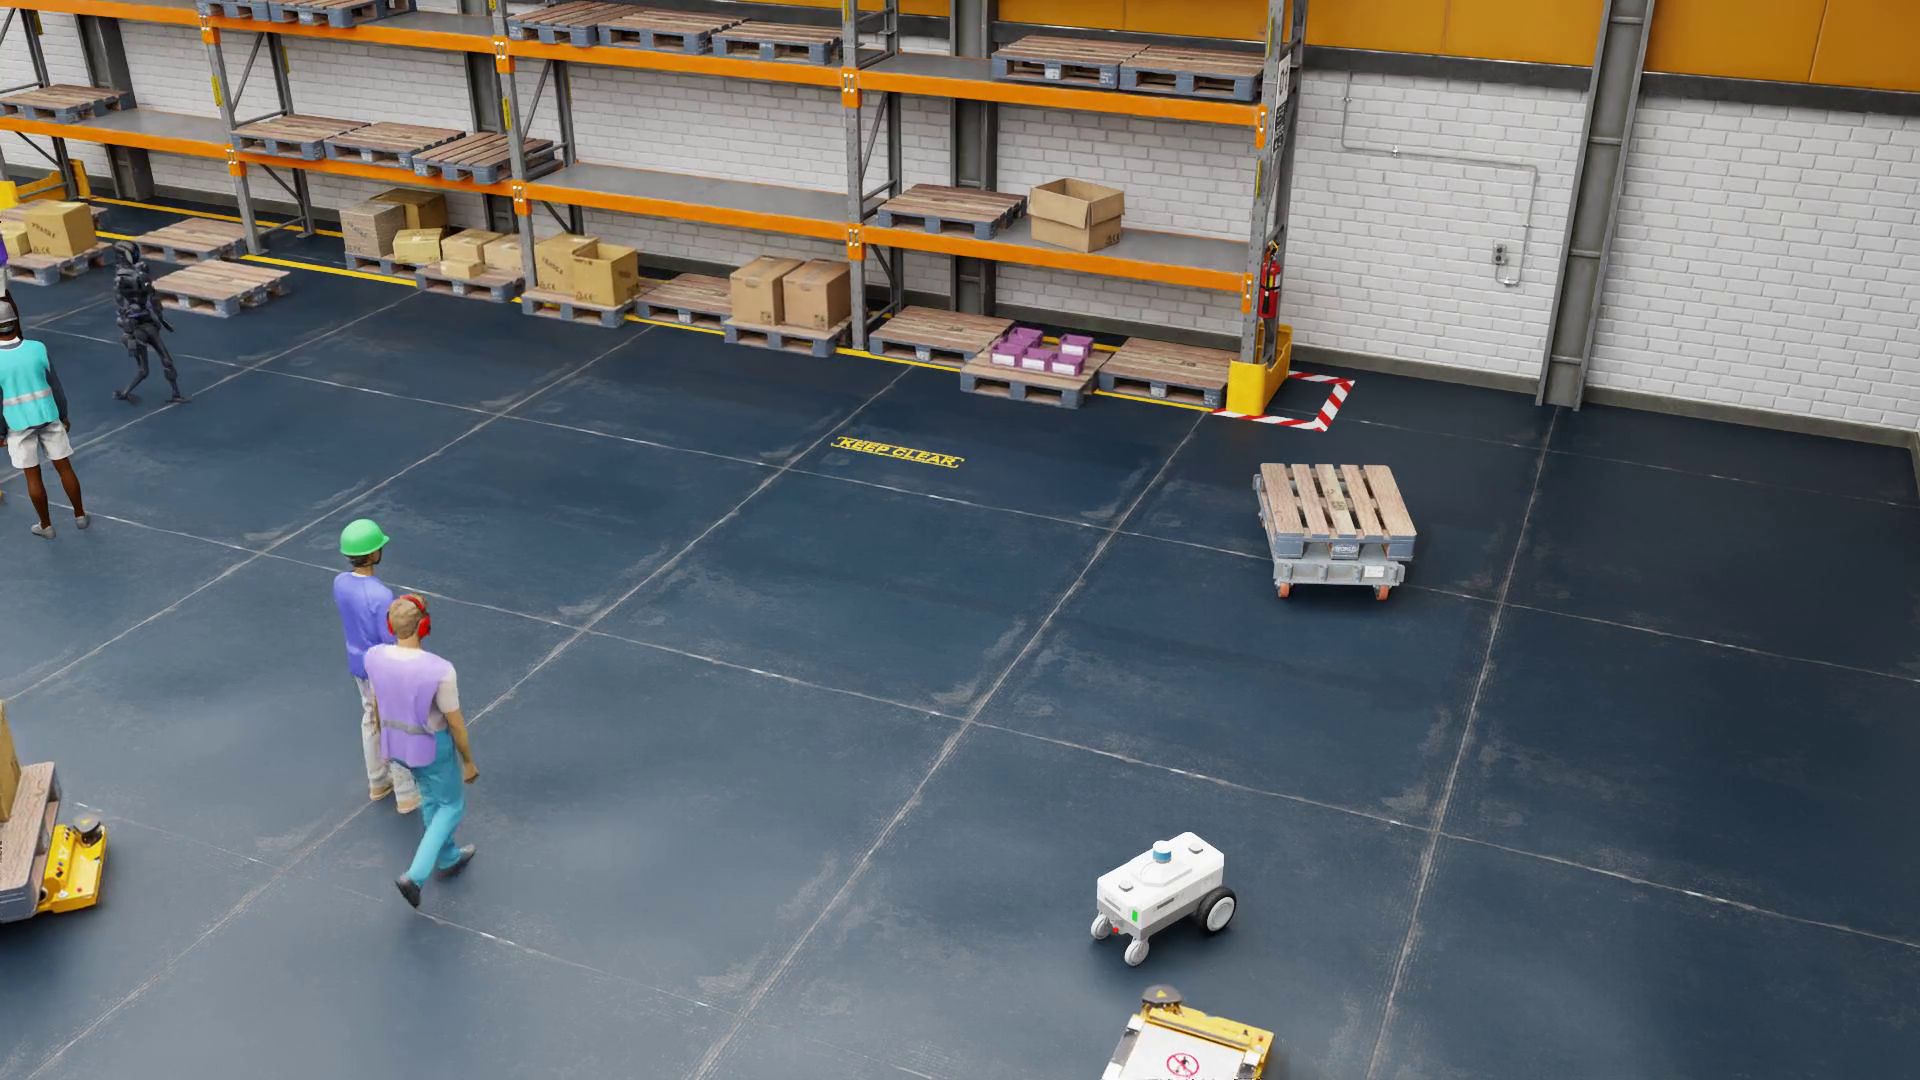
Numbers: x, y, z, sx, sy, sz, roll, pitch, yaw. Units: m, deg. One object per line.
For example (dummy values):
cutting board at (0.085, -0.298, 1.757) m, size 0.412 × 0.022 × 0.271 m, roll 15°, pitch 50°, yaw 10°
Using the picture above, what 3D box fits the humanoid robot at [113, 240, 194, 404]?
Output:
humanoid robot at (-7.574, -1.992, 15.298) m, size 0.665 × 1.618 × 0.594 m, roll 3°, pitch 27°, yaw 6°

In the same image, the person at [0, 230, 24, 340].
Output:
person at (-9.617, -2.760, 16.437) m, size 0.368 × 1.963 × 0.603 m, roll -11°, pitch 29°, yaw -19°

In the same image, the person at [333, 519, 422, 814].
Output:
person at (-3.396, 0.735, 9.775) m, size 0.460 × 1.866 × 0.371 m, roll 17°, pitch 32°, yaw 29°

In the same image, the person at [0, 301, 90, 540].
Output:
person at (-7.198, -0.923, 12.907) m, size 0.550 × 1.934 × 0.426 m, roll -23°, pitch 35°, yaw -37°

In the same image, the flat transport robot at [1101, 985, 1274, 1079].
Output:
flat transport robot at (0.967, 2.674, 7.747) m, size 0.659 × 0.231 × 1.431 m, roll 11°, pitch 29°, yaw 21°

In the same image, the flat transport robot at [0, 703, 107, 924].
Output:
flat transport robot at (-5.557, 1.914, 9.220) m, size 1.431 × 0.231 × 0.659 m, roll -9°, pitch 29°, yaw -17°

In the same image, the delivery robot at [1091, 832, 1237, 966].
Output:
delivery robot at (1.079, 1.883, 8.954) m, size 0.774 × 0.581 × 0.499 m, roll -20°, pitch 33°, yaw -33°

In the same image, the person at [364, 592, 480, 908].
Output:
person at (-2.936, 1.162, 8.996) m, size 0.612 × 1.814 × 0.630 m, roll 11°, pitch 29°, yaw 20°
